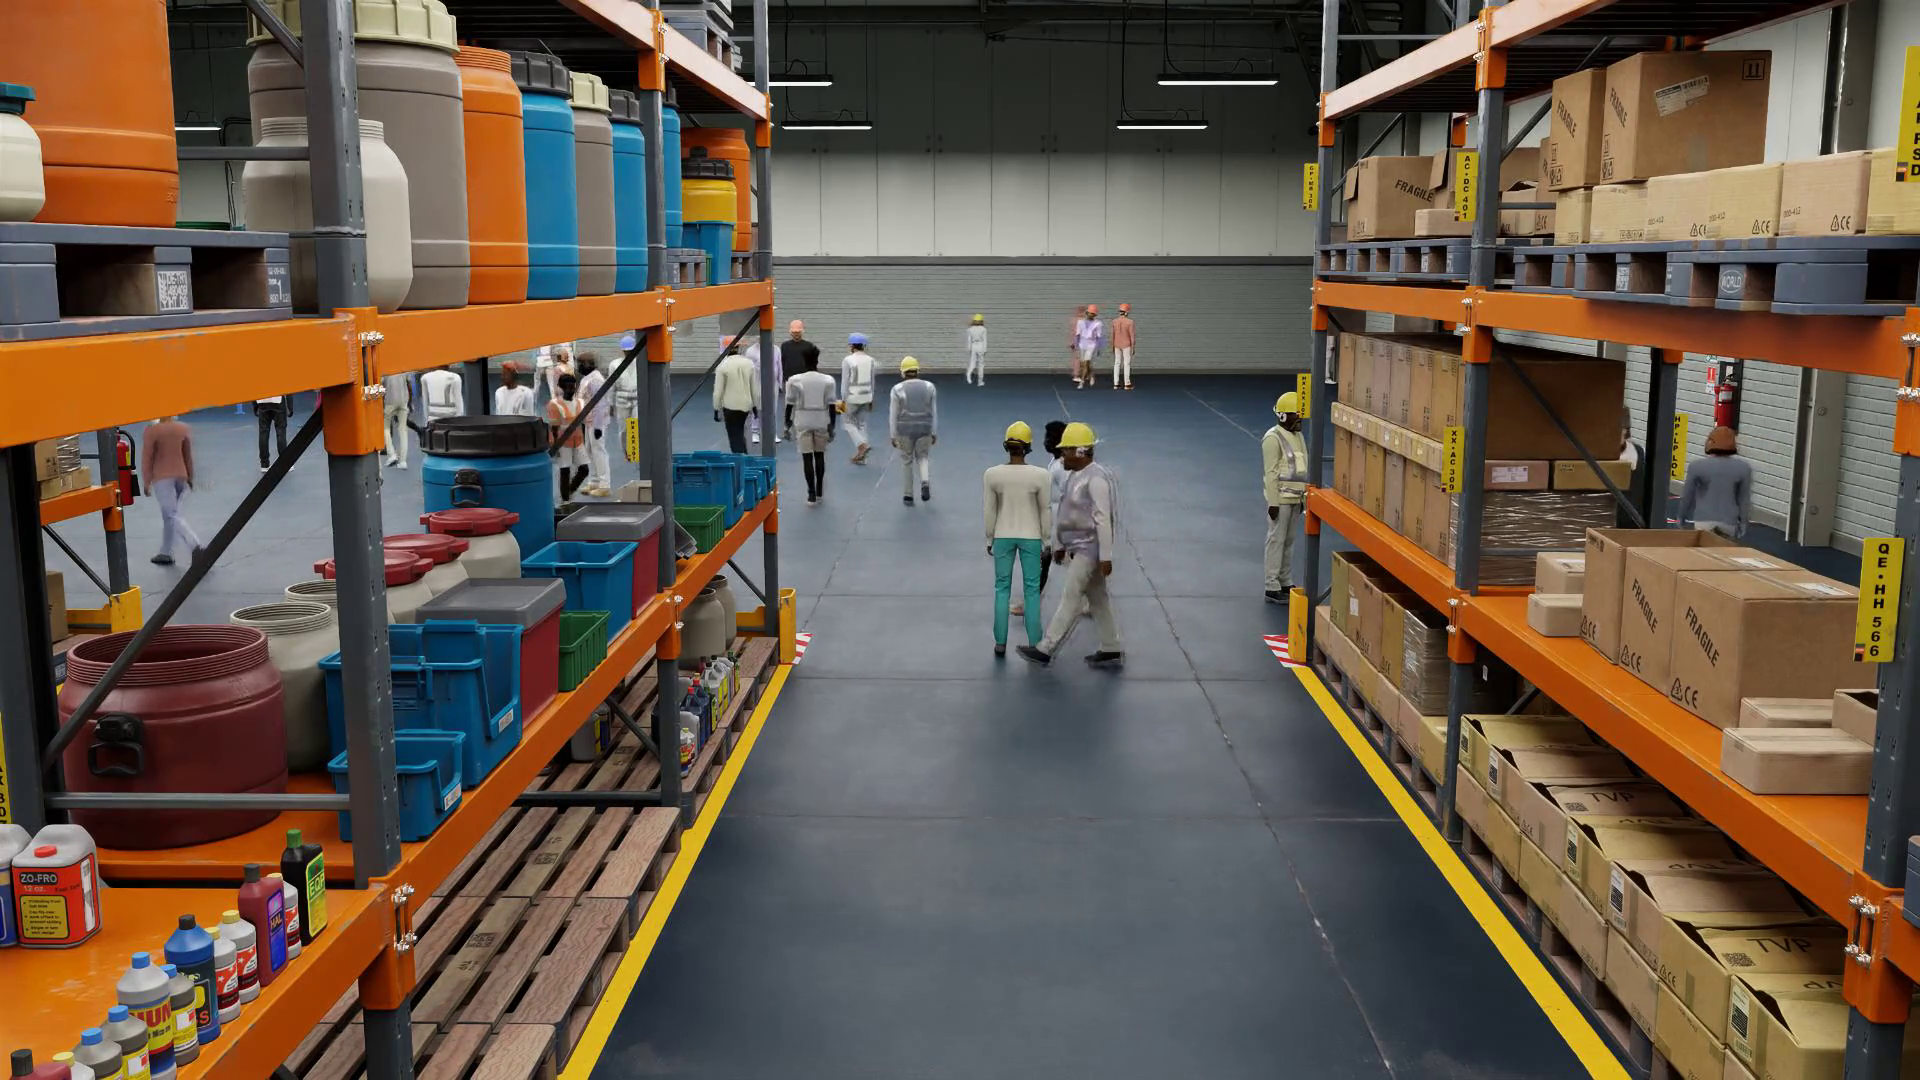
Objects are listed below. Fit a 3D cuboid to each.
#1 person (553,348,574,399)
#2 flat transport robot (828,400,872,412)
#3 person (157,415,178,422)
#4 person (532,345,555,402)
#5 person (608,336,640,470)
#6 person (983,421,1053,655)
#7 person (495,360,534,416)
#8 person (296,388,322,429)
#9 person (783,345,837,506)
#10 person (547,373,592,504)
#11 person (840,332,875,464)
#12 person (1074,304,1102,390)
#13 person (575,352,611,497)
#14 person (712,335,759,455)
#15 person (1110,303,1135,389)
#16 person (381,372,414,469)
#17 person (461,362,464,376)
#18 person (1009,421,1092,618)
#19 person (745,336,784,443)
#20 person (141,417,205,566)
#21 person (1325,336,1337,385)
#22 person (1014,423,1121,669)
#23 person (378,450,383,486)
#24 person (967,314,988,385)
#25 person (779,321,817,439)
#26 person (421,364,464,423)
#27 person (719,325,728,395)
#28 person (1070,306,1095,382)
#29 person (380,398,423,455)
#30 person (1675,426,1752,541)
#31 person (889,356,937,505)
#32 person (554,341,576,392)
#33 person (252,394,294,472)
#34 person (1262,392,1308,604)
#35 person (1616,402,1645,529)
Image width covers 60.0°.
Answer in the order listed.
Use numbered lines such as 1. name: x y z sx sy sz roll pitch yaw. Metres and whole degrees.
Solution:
1. person: -6.138 -2.162 25.800 0.310 1.638 0.523 2 10 10
2. flat transport robot: -2.512 -2.656 32.971 1.431 0.197 0.652 7 12 35
3. person: -11.850 -2.085 24.921 0.693 1.783 0.897 -9 13 -42
4. person: -8.748 -3.659 34.909 0.539 1.590 0.877 -7 12 -37
5. person: -4.777 -2.000 24.029 0.648 1.912 0.837 -3 10 -15
6. person: 0.438 -0.007 12.510 0.525 1.769 0.309 2 10 11
7. person: -5.055 -1.140 19.050 0.582 1.856 0.860 7 12 35
8. person: -11.038 -2.699 28.743 0.892 1.714 0.549 -3 10 -16
9. person: -1.865 -1.417 20.447 0.623 1.930 0.871 -3 10 -18
10. person: -4.556 -1.111 19.403 0.365 1.677 0.533 8 13 41
11. person: -1.493 -2.072 24.376 0.483 1.931 0.641 9 13 43
12. person: 3.023 -4.527 38.912 0.643 1.995 0.880 4 10 24
13. person: -4.685 -1.473 21.178 0.468 1.814 0.632 -4 10 -22
14. person: -3.116 -1.842 22.864 0.653 1.973 0.556 -8 12 -38
15. person: 3.826 -4.530 38.915 0.625 1.992 0.386 6 11 33
16. person: -8.102 -1.951 23.911 0.535 1.853 0.460 -6 11 -31
17. person: -12.900 -5.227 43.536 0.571 1.843 0.372 -4 10 -20
18. person: 0.843 -0.170 13.825 0.889 1.652 0.534 0 9 3
19. person: -3.185 -2.532 27.290 0.655 1.888 0.398 -7 12 -35
20. person: -7.647 -0.601 16.158 0.811 1.740 0.527 4 10 23
21. person: 8.951 -4.757 40.540 0.409 1.909 0.641 -4 10 -20
22. person: 0.794 0.051 12.074 0.865 1.789 0.607 -1 10 -9
23. person: -6.079 -0.654 16.776 0.498 1.634 0.280 -7 12 -38
24. person: 0.412 -4.573 39.980 0.490 1.729 0.550 5 11 26
25. person: -2.726 -2.685 27.947 0.667 1.980 0.474 0 9 0
26. person: -6.517 -1.489 21.082 0.615 1.865 0.420 3 10 17
27. person: -5.208 -4.213 37.183 0.364 1.939 0.636 3 10 18
28. person: 3.119 -4.855 41.184 0.827 1.877 0.673 -4 10 -22
29. person: -8.695 -2.289 25.778 0.788 1.913 0.545 -7 12 -37
30. person: 6.252 -0.148 13.846 0.514 1.601 0.794 1 10 8
31. person: -0.569 -1.332 20.280 0.610 1.817 0.471 -3 10 -16
32. person: -8.999 -4.177 37.875 0.515 1.636 0.315 -3 10 -17
33. person: -9.739 -1.921 23.547 0.589 1.913 0.377 -1 10 -5
34. person: 2.855 -0.377 14.526 0.404 1.832 0.600 6 11 34
35. person: 4.511 0.034 11.571 0.708 2.000 0.536 1 9 3
